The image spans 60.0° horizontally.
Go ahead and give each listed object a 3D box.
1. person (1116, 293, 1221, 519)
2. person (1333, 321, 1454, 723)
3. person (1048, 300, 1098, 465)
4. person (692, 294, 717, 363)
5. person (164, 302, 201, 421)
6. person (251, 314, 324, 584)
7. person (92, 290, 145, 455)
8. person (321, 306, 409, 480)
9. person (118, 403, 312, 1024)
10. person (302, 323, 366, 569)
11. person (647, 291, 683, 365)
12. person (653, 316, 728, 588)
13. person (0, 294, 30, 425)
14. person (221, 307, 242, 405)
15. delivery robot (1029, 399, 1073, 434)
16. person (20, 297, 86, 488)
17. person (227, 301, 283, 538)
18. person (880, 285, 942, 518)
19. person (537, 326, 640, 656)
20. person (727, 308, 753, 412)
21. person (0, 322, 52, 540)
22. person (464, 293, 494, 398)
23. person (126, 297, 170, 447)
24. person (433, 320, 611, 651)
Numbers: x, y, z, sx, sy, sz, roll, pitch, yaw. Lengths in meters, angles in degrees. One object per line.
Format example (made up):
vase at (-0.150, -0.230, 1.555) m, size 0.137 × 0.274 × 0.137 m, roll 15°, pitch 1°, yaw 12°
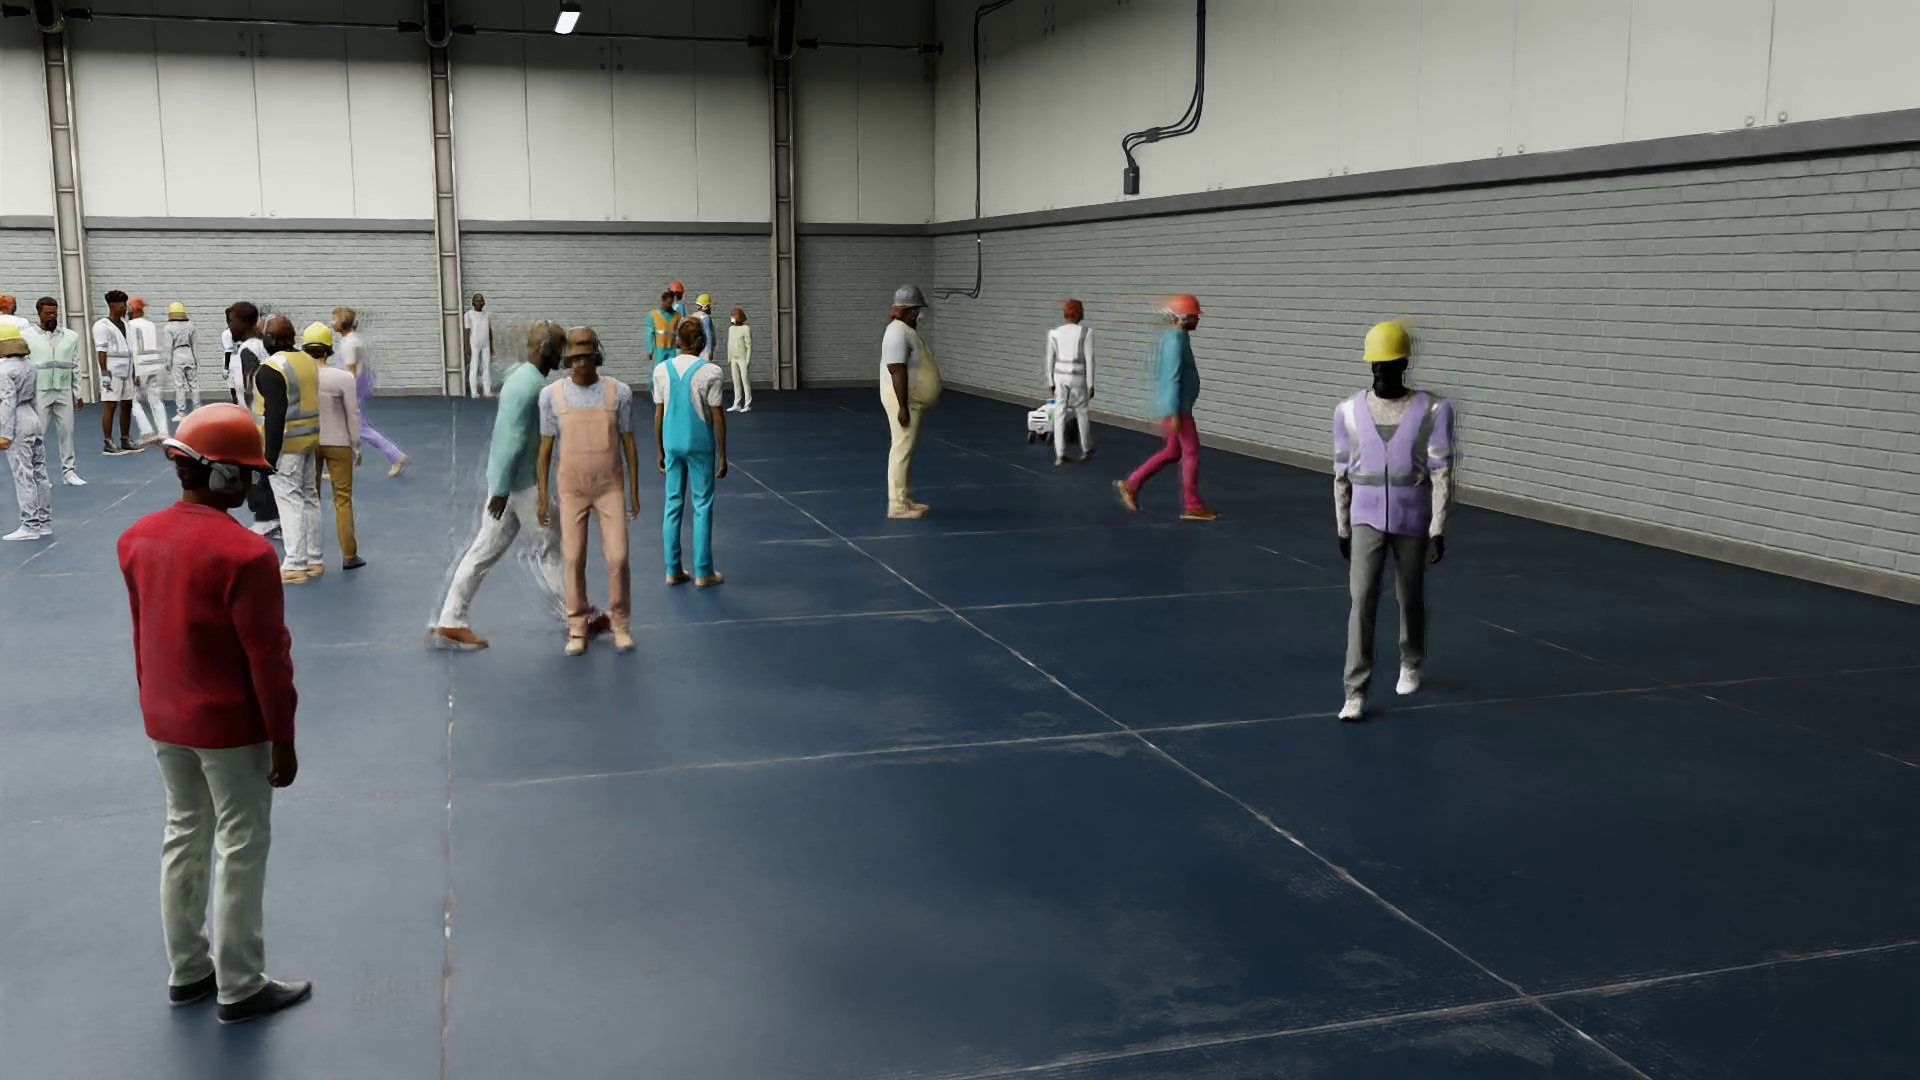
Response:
person at (1.823, -1.155, 14.433) m, size 0.850 × 1.969 × 0.622 m, roll 1°, pitch 9°, yaw 7°
person at (2.086, -0.115, 8.059) m, size 0.586 × 1.885 × 0.982 m, roll 4°, pitch 10°, yaw 22°
person at (1.301, -1.797, 18.916) m, size 0.606 × 1.832 × 0.950 m, roll 4°, pitch 10°, yaw 23°
person at (-4.270, -3.186, 27.794) m, size 0.404 × 1.829 × 0.600 m, roll -6°, pitch 11°, yaw -34°
person at (-11.471, -2.624, 24.499) m, size 0.322 × 1.741 × 0.490 m, roll 6°, pitch 11°, yaw 36°
person at (-4.619, -0.621, 11.410) m, size 0.430 × 1.840 × 0.626 m, roll 1°, pitch 9°, yaw 5°
person at (-10.017, -1.992, 19.796) m, size 0.374 × 1.958 × 0.607 m, roll 2°, pitch 9°, yaw 10°
person at (-6.213, -1.515, 17.222) m, size 0.855 × 1.820 × 0.522 m, roll -4°, pitch 10°, yaw -22°
person at (-2.068, 0.485, 4.678) m, size 0.578 × 1.737 × 0.355 m, roll 4°, pitch 10°, yaw 26°
person at (-4.540, -0.661, 11.890) m, size 0.526 × 1.772 × 0.307 m, roll -1°, pitch 9°, yaw -6°
person at (-4.825, -3.131, 27.279) m, size 0.602 × 1.891 × 0.461 m, roll -5°, pitch 10°, yaw -30°
person at (-1.810, -0.588, 11.227) m, size 0.512 × 1.835 × 0.359 m, roll 2°, pitch 9°, yaw 15°
person at (-12.567, -2.311, 22.045) m, size 0.584 × 1.882 × 0.337 m, roll -1°, pitch 9°, yaw -5°
person at (-10.011, -2.371, 23.032) m, size 0.318 × 1.697 × 0.535 m, roll 2°, pitch 9°, yaw 12°
delivery robot at (1.155, -1.550, 21.119) m, size 0.477 × 0.478 × 0.707 m, roll 5°, pitch 10°, yaw 29°
person at (-9.099, -1.474, 16.648) m, size 0.395 × 1.910 × 0.586 m, roll 7°, pitch 11°, yaw 38°
person at (-5.629, -0.938, 13.222) m, size 0.493 × 1.899 × 0.623 m, roll -2°, pitch 9°, yaw -13°
person at (-0.428, -1.218, 14.579) m, size 0.536 × 2.000 × 0.687 m, roll 0°, pitch 9°, yaw 2°
person at (-2.049, -0.256, 9.132) m, size 0.565 × 1.828 × 0.419 m, roll -2°, pitch 9°, yaw -10°
person at (-3.461, -2.819, 26.090) m, size 0.507 × 1.631 × 0.271 m, roll 8°, pitch 12°, yaw 40°
person at (-7.549, -0.868, 13.318) m, size 0.311 × 1.736 × 0.483 m, roll 0°, pitch 9°, yaw -3°
person at (-8.408, -3.389, 29.098) m, size 0.500 × 1.839 × 0.341 m, roll -8°, pitch 12°, yaw -43°
person at (-10.069, -2.073, 20.599) m, size 0.544 × 1.856 × 0.599 m, roll 2°, pitch 9°, yaw 14°
person at (-2.477, -0.305, 9.380) m, size 1.107 × 1.852 × 0.634 m, roll -3°, pitch 10°, yaw -21°
